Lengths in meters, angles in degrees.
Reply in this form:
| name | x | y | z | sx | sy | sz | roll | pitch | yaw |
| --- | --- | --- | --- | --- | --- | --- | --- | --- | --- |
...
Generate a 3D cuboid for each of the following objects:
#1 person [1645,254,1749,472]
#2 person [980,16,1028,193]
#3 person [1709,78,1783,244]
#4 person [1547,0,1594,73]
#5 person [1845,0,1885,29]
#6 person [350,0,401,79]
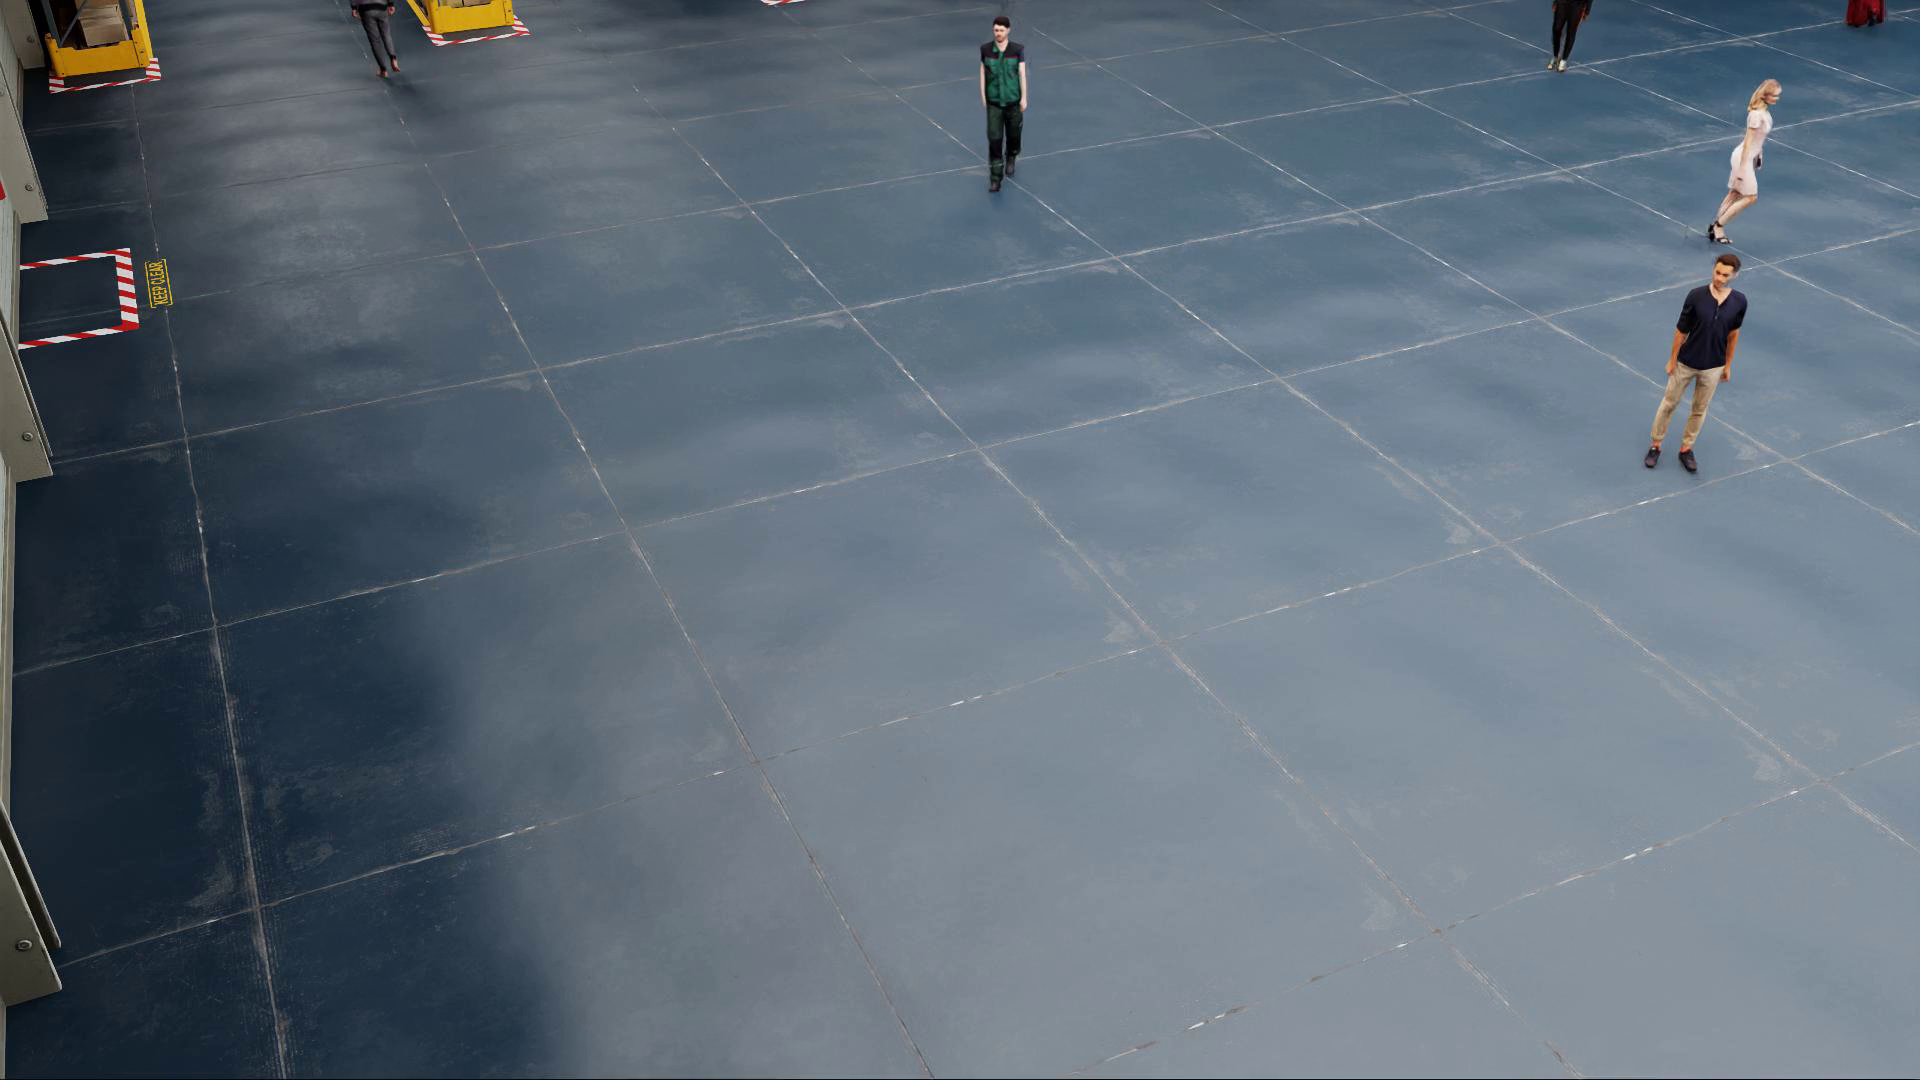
| name | x | y | z | sx | sy | sz | roll | pitch | yaw |
| --- | --- | --- | --- | --- | --- | --- | --- | --- | --- |
| person | 5.877 | -1.423 | 13.222 | 0.705 | 1.856 | 0.735 | 7 | 34 | 11 |
| person | 0.515 | -4.909 | 18.574 | 1.095 | 1.865 | 1.310 | 3 | 33 | 5 |
| person | 7.940 | -3.868 | 17.028 | 0.749 | 1.806 | 0.695 | 12 | 35 | 17 |
| person | 8.149 | -7.154 | 22.085 | 0.763 | 1.801 | 0.842 | 16 | 36 | 23 |
| person | 13.045 | -8.089 | 23.673 | 0.847 | 1.636 | 0.921 | 3 | 33 | 5 |
| person | -7.655 | -6.957 | 21.750 | 0.744 | 1.834 | 0.712 | -22 | 39 | -30 |
